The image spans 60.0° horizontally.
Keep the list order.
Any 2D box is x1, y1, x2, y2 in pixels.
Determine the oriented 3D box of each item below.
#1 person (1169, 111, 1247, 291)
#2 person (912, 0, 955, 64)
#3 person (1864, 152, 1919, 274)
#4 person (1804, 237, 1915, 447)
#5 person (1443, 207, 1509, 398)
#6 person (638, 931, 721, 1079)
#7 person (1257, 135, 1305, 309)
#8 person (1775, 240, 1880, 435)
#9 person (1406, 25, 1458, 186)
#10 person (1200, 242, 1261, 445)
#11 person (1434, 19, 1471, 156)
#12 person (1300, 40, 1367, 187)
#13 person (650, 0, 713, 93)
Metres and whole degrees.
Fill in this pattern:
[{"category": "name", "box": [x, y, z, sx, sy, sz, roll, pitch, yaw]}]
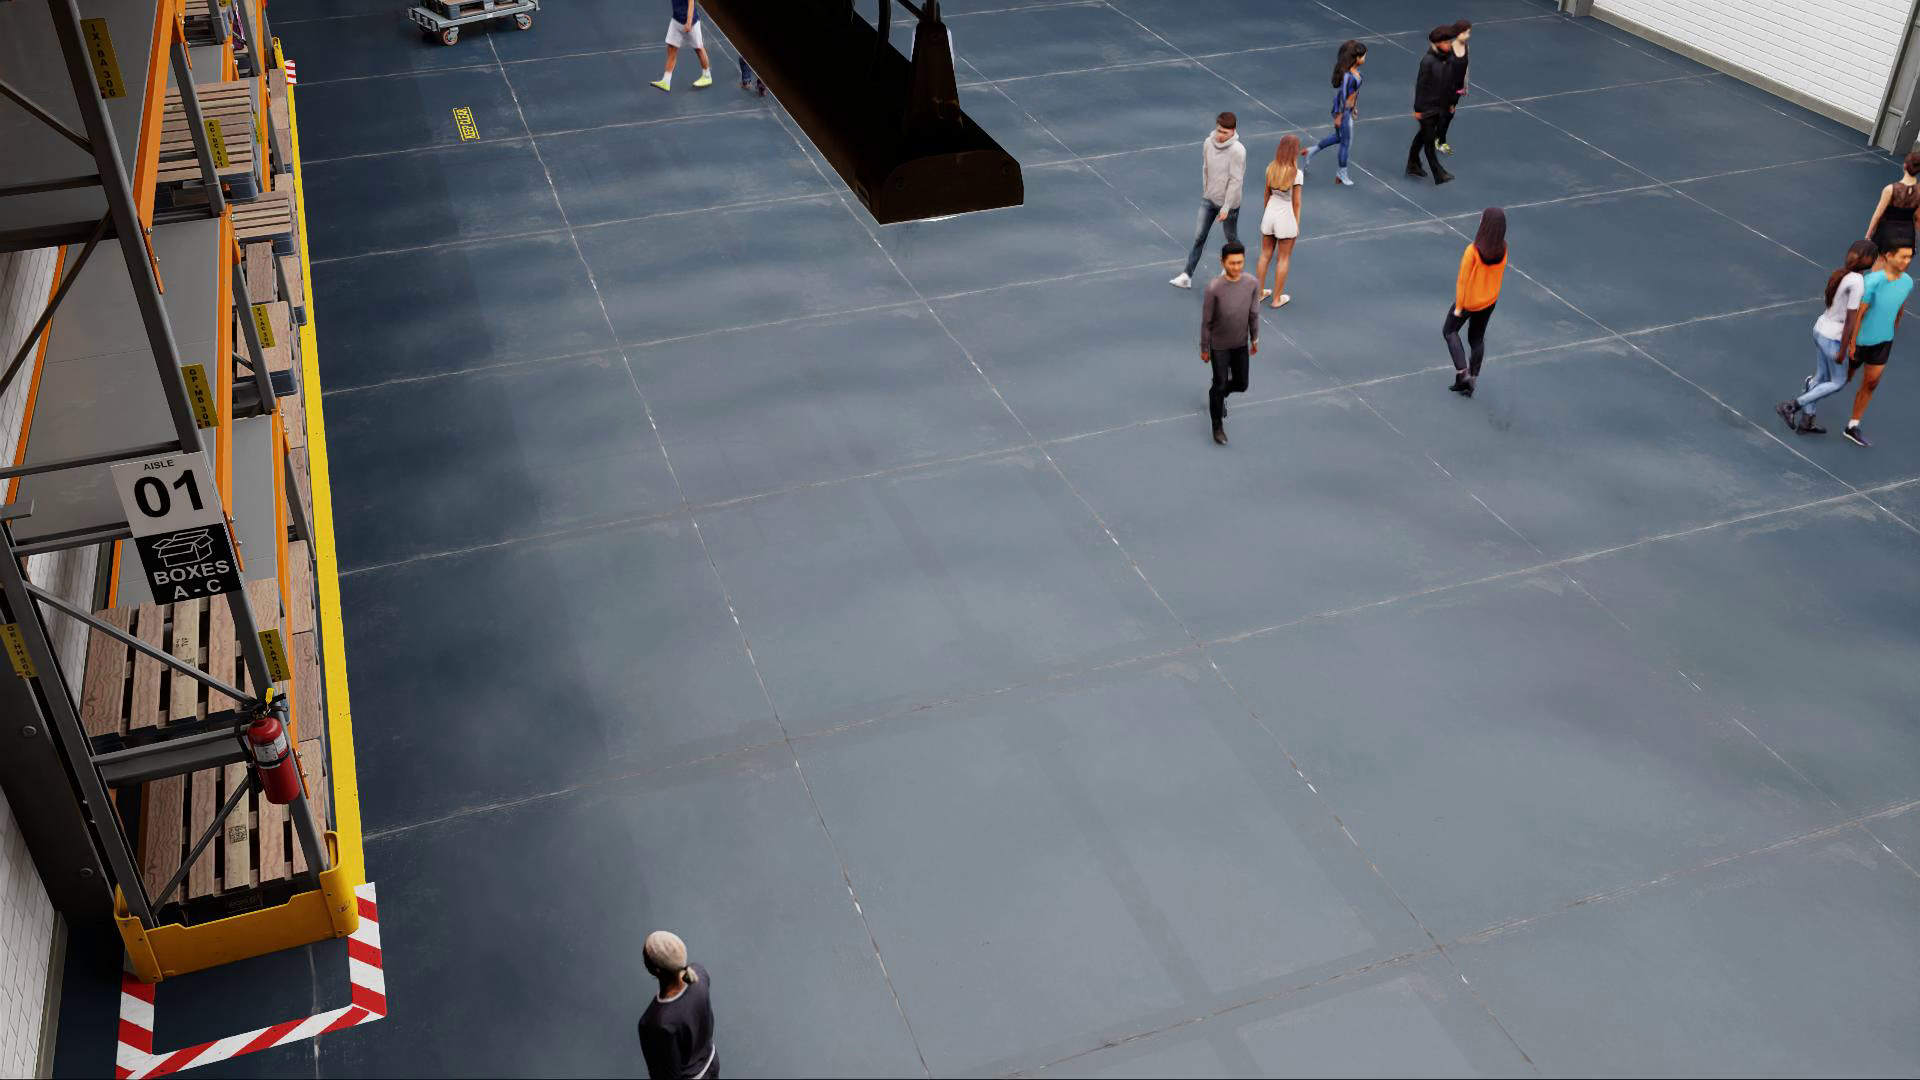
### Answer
[{"category": "person", "box": [2.625, -3.318, 16.238, 1.184, 1.799, 1.079, 27, 42, 34]}, {"category": "person", "box": [-0.333, -5.433, 19.490, 0.935, 1.721, 1.158, 2, 34, 3]}, {"category": "person", "box": [8.749, -2.817, 15.602, 0.683, 1.668, 0.719, 1, 34, 2]}, {"category": "person", "box": [7.504, -1.699, 13.840, 0.736, 1.757, 1.059, -6, 34, -9]}, {"category": "person", "box": [4.493, -2.004, 14.315, 0.645, 1.738, 0.628, -15, 37, -21]}, {"category": "person", "box": [-1.257, 2.432, 7.653, 0.747, 1.726, 0.665, 11, 35, 16]}, {"category": "person", "box": [3.064, -3.056, 15.938, 0.707, 1.695, 0.606, -28, 43, -35]}, {"category": "person", "box": [7.168, -1.664, 13.841, 0.886, 1.698, 0.818, 6, 34, 9]}, {"category": "person", "box": [5.234, -4.911, 18.679, 0.800, 1.751, 1.075, -21, 39, -28]}, {"category": "person", "box": [2.204, -1.674, 13.803, 0.794, 1.757, 0.714, -11, 35, -16]}, {"category": "person", "box": [5.705, -5.351, 19.533, 0.618, 1.537, 0.719, -17, 37, -24]}, {"category": "person", "box": [4.227, -4.792, 18.627, 0.985, 1.610, 0.953, 13, 36, 19]}, {"category": "person", "box": [-3.432, -6.643, 21.243, 1.155, 1.796, 1.046, 28, 43, 35]}]
